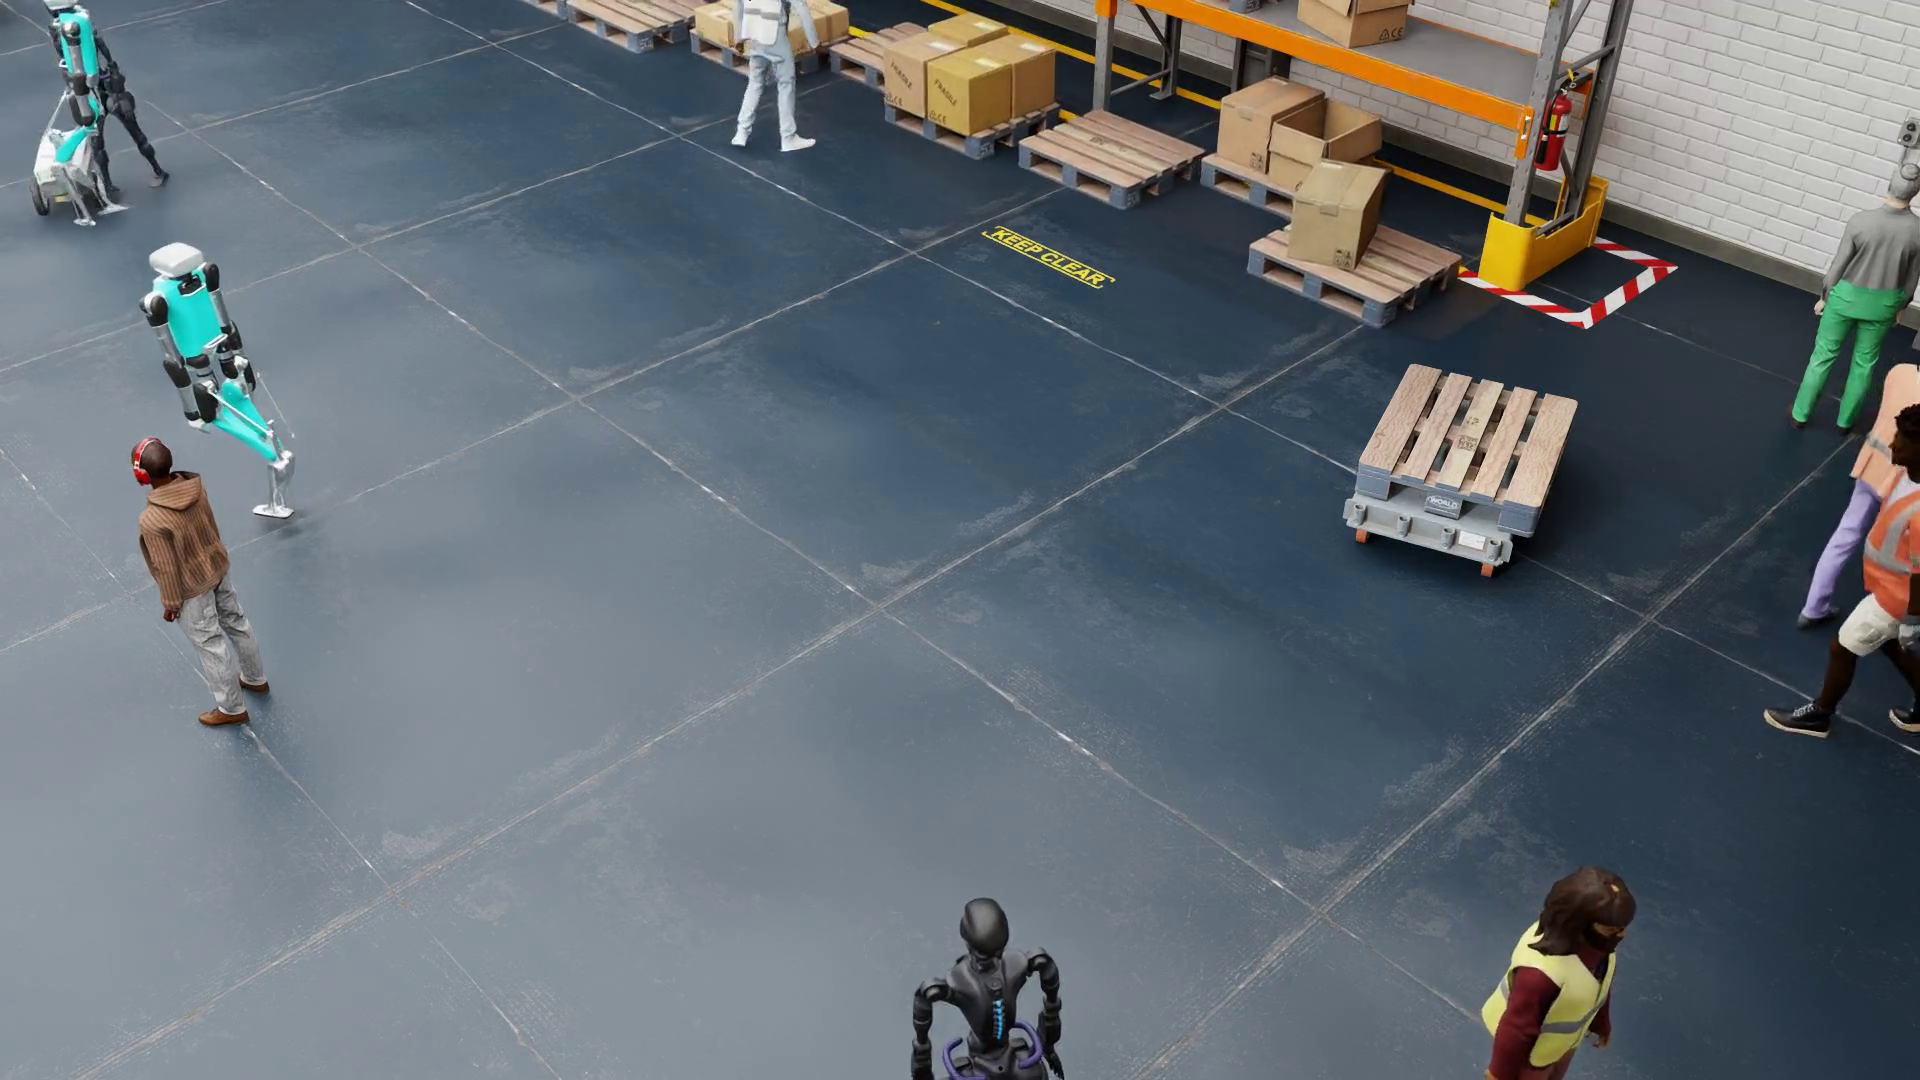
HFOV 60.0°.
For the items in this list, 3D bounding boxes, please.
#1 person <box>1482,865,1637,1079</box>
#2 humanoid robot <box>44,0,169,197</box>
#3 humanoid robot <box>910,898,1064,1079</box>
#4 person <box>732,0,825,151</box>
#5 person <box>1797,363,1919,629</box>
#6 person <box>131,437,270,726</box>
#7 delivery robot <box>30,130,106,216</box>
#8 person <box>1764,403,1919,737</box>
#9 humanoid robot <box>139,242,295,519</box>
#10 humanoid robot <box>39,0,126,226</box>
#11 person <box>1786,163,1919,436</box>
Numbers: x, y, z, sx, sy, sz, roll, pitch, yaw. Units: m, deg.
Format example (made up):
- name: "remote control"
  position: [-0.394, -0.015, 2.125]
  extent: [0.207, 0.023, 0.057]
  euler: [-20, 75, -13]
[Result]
- name: "person"
  position: [2.073, 1.773, 5.943]
  extent: [0.496, 1.768, 0.388]
  euler: [-29, 46, -33]
- name: "humanoid robot"
  position: [-6.720, -3.501, 13.015]
  extent: [0.589, 1.631, 0.586]
  euler: [12, 39, 15]
- name: "humanoid robot"
  position: [0.097, 1.868, 5.890]
  extent: [0.590, 1.644, 0.335]
  euler: [-13, 39, -16]
- name: "person"
  position: [-1.544, -4.047, 13.552]
  extent: [0.752, 1.895, 0.541]
  euler: [22, 42, 26]
- name: "person"
  position: [4.962, -0.312, 8.664]
  extent: [0.868, 1.806, 0.590]
  euler: [-14, 39, -18]
- name: "person"
  position: [-3.712, 0.207, 8.110]
  extent: [0.333, 1.651, 0.458]
  euler: [6, 38, 8]
- name: "delivery robot"
  position: [-7.106, -2.963, 13.212]
  extent: [0.499, 0.587, 0.762]
  euler: [-12, 39, -15]
- name: "person"
  position: [4.551, 0.217, 7.887]
  extent: [0.805, 1.921, 0.620]
  euler: [15, 40, 19]
- name: "humanoid robot"
  position: [-4.013, -0.760, 9.404]
  extent: [0.740, 1.882, 0.543]
  euler: [11, 38, 14]
- name: "humanoid robot"
  position: [-6.814, -3.268, 12.647]
  extent: [0.783, 1.786, 0.554]
  euler: [-10, 38, -13]
- name: "person"
  position: [5.535, -1.475, 10.185]
  extent: [0.511, 1.839, 0.340]
  euler: [12, 39, 15]
